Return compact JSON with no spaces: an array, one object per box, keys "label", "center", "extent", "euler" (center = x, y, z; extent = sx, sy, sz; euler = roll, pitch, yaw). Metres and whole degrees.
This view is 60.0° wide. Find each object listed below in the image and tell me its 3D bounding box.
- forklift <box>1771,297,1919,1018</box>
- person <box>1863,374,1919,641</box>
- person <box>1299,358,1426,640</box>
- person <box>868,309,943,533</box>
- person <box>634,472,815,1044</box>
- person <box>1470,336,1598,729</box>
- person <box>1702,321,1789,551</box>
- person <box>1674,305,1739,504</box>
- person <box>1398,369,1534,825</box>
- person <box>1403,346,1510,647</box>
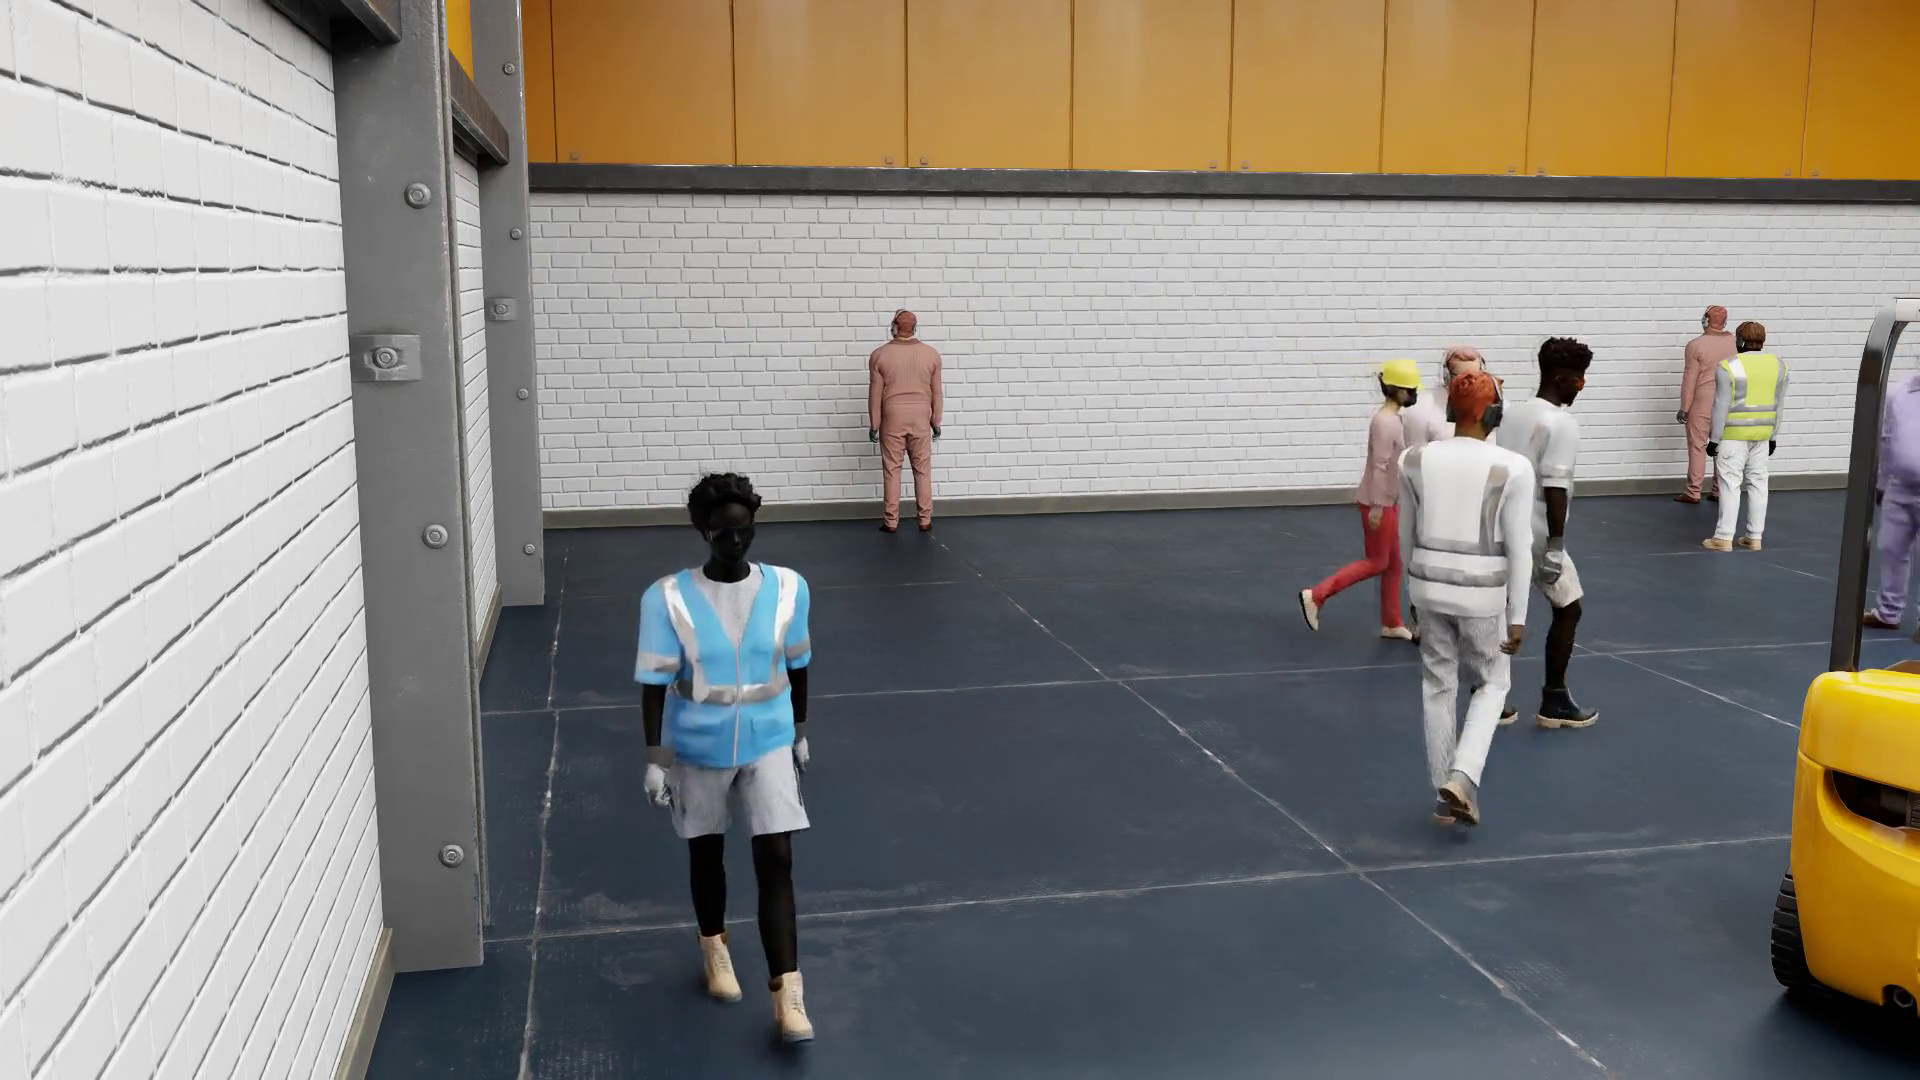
[{"label":"forklift","center":[3.542,0.334,5.177],"extent":[2.313,2.155,1.214],"euler":[-9,13,-43]},{"label":"person","center":[5.801,-0.302,10.053],"extent":[0.471,1.870,0.776],"euler":[-5,11,-30]},{"label":"person","center":[2.465,-0.236,10.048],"extent":[0.671,1.737,0.556],"euler":[3,10,19]},{"label":"person","center":[-0.471,-1.011,14.230],"extent":[0.651,1.913,0.410],"euler":[-2,10,-12]},{"label":"person","center":[-0.663,0.641,4.878],"extent":[0.551,1.662,0.802],"euler":[-3,10,-17]},{"label":"person","center":[2.848,-0.026,8.147],"extent":[0.750,1.926,0.641],"euler":[-3,10,-19]},{"label":"person","center":[6.264,-0.826,13.316],"extent":[0.633,1.843,0.429],"euler":[-2,10,-12]},{"label":"person","center":[7.187,-1.295,15.979],"extent":[0.651,1.907,0.409],"euler":[-2,10,-12]},{"label":"person","center":[2.010,0.248,6.699],"extent":[0.572,1.869,0.486],"euler":[7,11,35]},{"label":"person","center":[2.830,-0.176,9.373],"extent":[0.641,1.834,1.048],"euler":[-4,10,-21]}]
